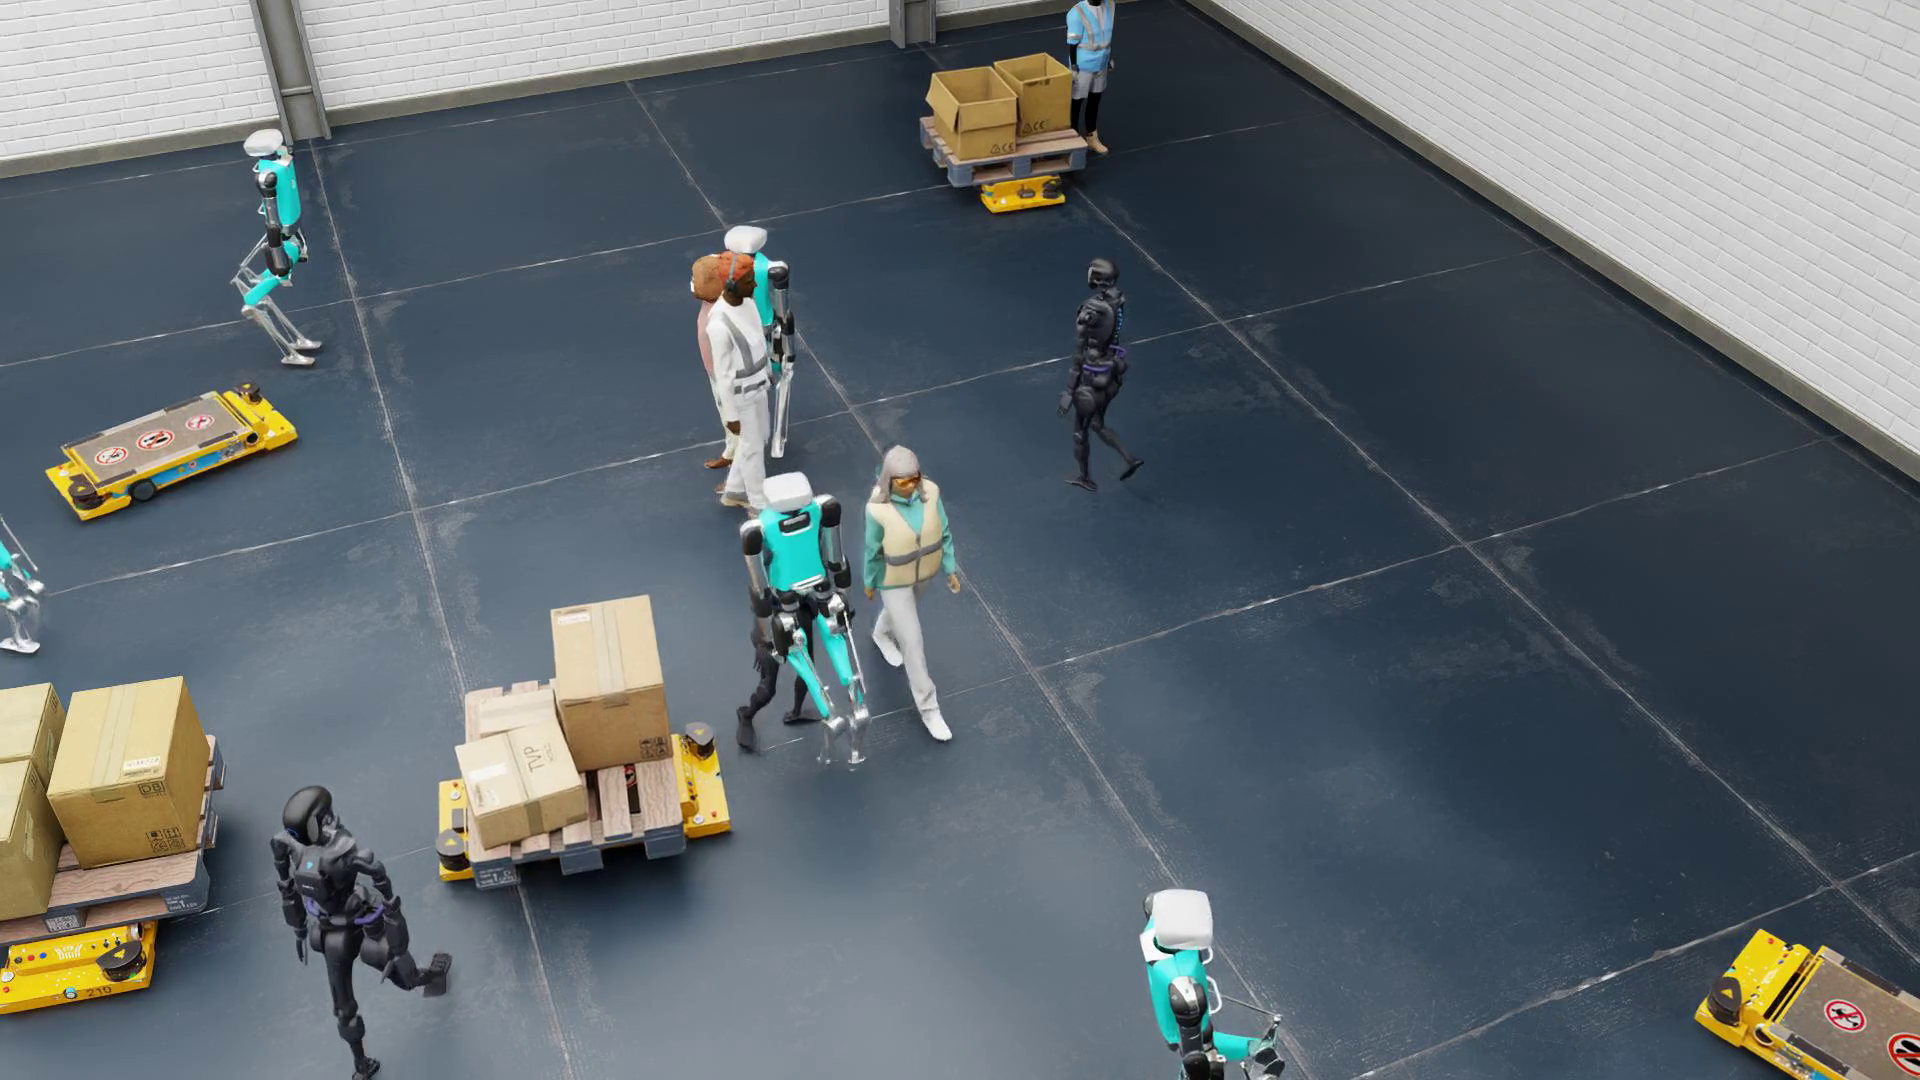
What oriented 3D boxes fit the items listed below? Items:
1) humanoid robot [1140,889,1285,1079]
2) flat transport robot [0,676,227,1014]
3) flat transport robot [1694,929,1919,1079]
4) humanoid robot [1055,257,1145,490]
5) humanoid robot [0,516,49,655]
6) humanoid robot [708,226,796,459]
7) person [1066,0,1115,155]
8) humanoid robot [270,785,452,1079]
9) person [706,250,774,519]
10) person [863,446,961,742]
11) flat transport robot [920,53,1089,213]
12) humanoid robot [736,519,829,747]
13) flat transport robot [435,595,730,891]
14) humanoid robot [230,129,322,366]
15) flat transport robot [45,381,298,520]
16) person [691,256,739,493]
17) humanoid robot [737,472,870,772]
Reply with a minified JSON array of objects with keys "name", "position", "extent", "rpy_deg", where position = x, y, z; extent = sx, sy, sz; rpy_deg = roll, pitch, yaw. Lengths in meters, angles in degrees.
[{"name":"humanoid robot","position":[1.061,1.993,6.505],"extent":[0.807,1.795,0.541],"rpy_deg":[-5,38,-6]},{"name":"flat transport robot","position":[-4.243,1.638,8.141],"extent":[0.659,0.231,1.431],"rpy_deg":[-9,38,-11]},{"name":"flat transport robot","position":[4.071,2.284,7.300],"extent":[1.431,0.231,0.659],"rpy_deg":[31,47,34]},{"name":"humanoid robot","position":[0.901,-0.998,10.425],"extent":[0.474,1.644,0.586],"rpy_deg":[21,42,25]},{"name":"humanoid robot","position":[-5.364,-0.007,9.136],"extent":[0.689,1.861,0.530],"rpy_deg":[12,39,15]},{"name":"humanoid robot","position":[-1.266,-1.311,10.754],"extent":[0.532,1.764,0.728],"rpy_deg":[7,38,9]},{"name":"person","position":[1.139,-4.143,14.496],"extent":[0.532,1.692,0.319],"rpy_deg":[-28,46,-31]},{"name":"humanoid robot","position":[-2.544,1.622,7.061],"extent":[0.592,1.650,0.786],"rpy_deg":[8,38,11]},{"name":"person","position":[-1.305,-0.914,10.144],"extent":[0.497,1.881,0.589],"rpy_deg":[7,38,9]},{"name":"person","position":[-0.282,0.187,8.889],"extent":[0.460,1.654,0.946],"rpy_deg":[-24,44,-28]},{"name":"flat transport robot","position":[0.356,-3.268,14.527],"extent":[0.659,0.231,1.431],"rpy_deg":[-11,39,-14]},{"name":"humanoid robot","position":[-0.939,0.362,8.651],"extent":[0.458,1.647,0.601],"rpy_deg":[21,42,25]},{"name":"flat transport robot","position":[-1.941,1.333,8.539],"extent":[1.431,0.231,0.659],"rpy_deg":[-9,38,-11]},{"name":"humanoid robot","position":[-4.882,-2.039,11.652],"extent":[0.702,1.716,0.530],"rpy_deg":[-1,38,-1]},{"name":"flat transport robot","position":[-5.248,-0.613,11.071],"extent":[1.431,0.231,0.659],"rpy_deg":[-29,46,-32]},{"name":"person","position":[-1.520,-1.053,10.522],"extent":[0.282,1.632,0.501],"rpy_deg":[-10,39,-13]},{"name":"humanoid robot","position":[-0.706,0.547,8.395],"extent":[0.561,1.802,0.705],"rpy_deg":[-18,41,-22]}]
